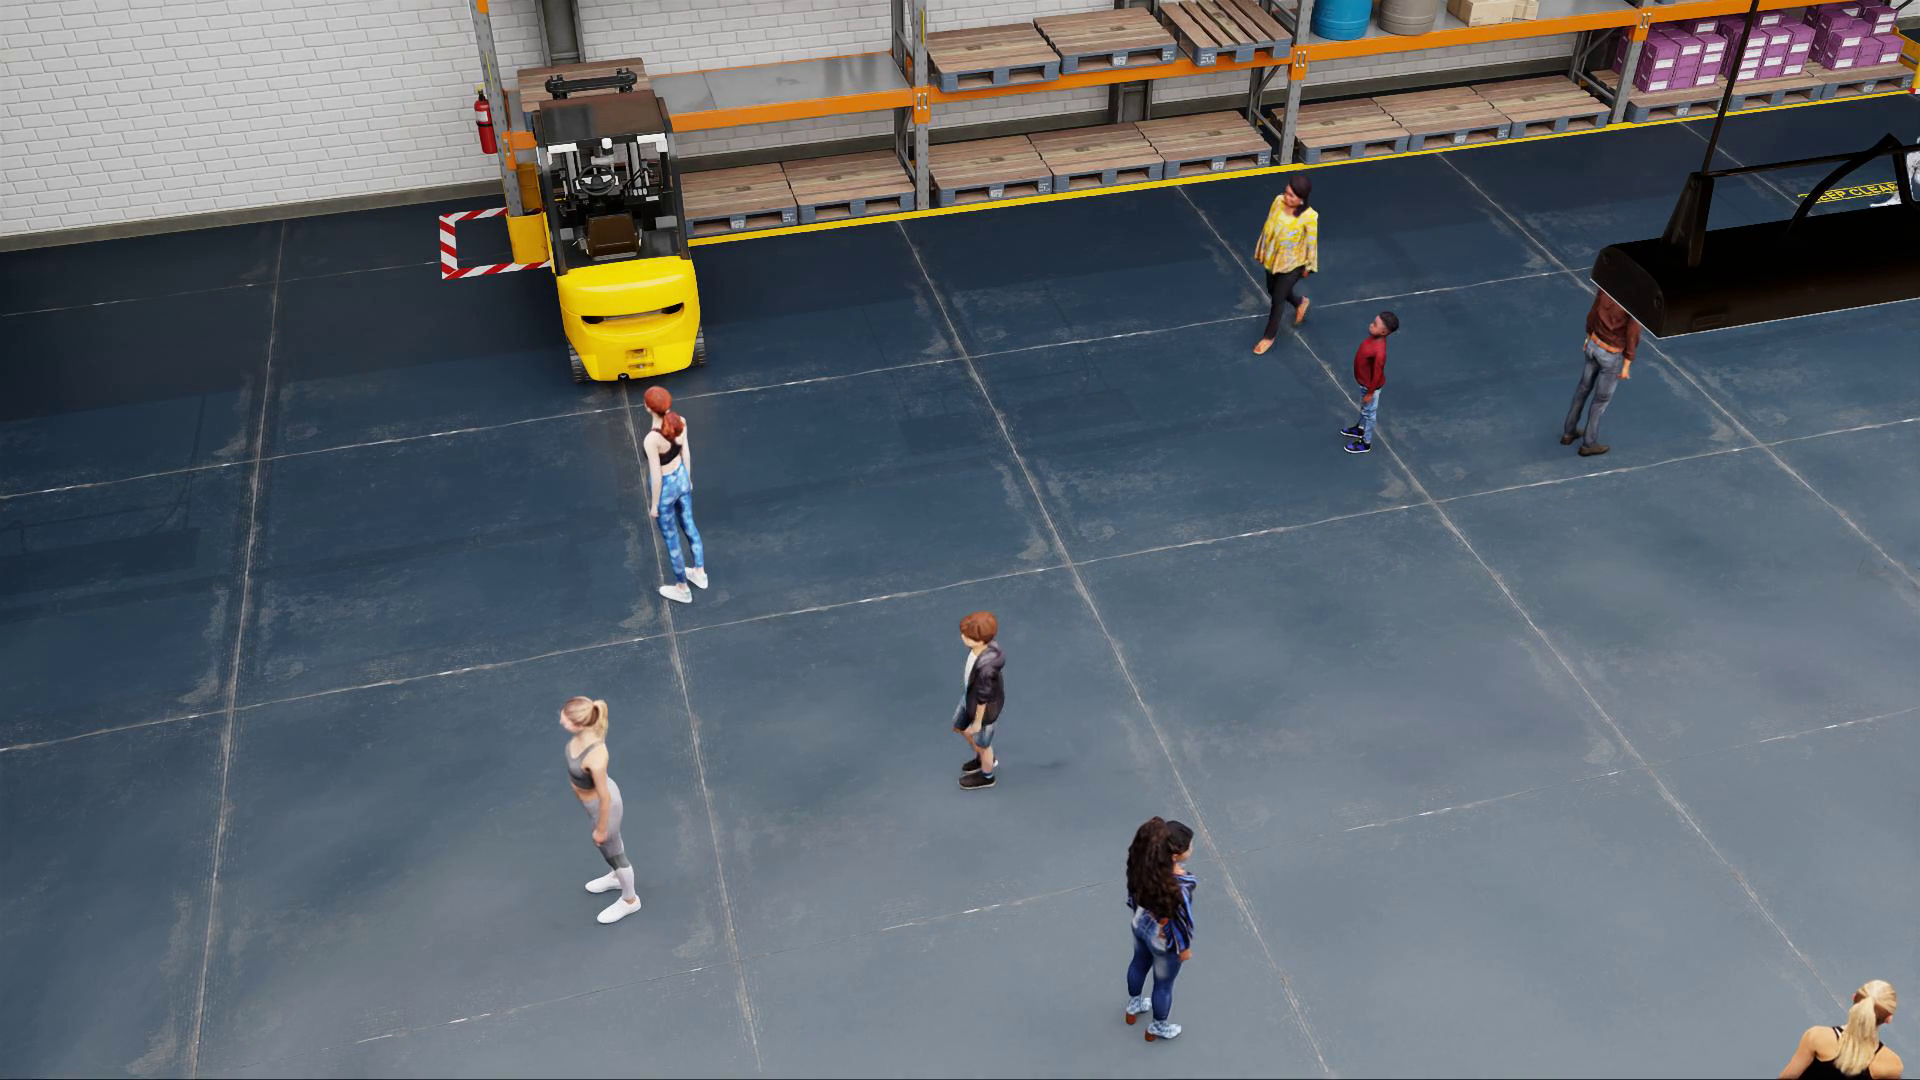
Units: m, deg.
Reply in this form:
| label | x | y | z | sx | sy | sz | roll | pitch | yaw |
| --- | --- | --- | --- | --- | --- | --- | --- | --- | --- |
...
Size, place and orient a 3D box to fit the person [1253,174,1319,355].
| label | x | y | z | sx | sy | sz | roll | pitch | yaw |
| --- | --- | --- | --- | --- | --- | --- | --- | --- | --- |
| person | 2.887 | -2.449 | 14.518 | 1.123 | 1.633 | 0.940 | -27 | 46 | -29 |

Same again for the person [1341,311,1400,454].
| label | x | y | z | sx | sy | sz | roll | pitch | yaw |
| --- | --- | --- | --- | --- | --- | --- | --- | --- | --- |
| person | 3.309 | -1.291 | 13.371 | 0.590 | 1.254 | 0.570 | 3 | 39 | 4 |

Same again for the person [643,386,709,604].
| label | x | y | z | sx | sy | sz | roll | pitch | yaw |
| --- | --- | --- | --- | --- | --- | --- | --- | --- | --- |
| person | -2.038 | -0.323 | 11.743 | 0.735 | 1.784 | 0.670 | 22 | 44 | 25 |

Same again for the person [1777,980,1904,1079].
| label | x | y | z | sx | sy | sz | roll | pitch | yaw |
| --- | --- | --- | --- | --- | --- | --- | --- | --- | --- |
| person | 4.067 | 2.713 | 7.883 | 0.664 | 1.845 | 0.746 | 16 | 41 | 19 |

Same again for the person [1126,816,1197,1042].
| label | x | y | z | sx | sy | sz | roll | pitch | yaw |
| --- | --- | --- | --- | --- | --- | --- | --- | --- | --- |
| person | 1.059 | 2.079 | 8.856 | 0.646 | 1.623 | 0.666 | -21 | 43 | -25 |

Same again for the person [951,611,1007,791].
| label | x | y | z | sx | sy | sz | roll | pitch | yaw |
| --- | --- | --- | --- | --- | --- | --- | --- | --- | --- |
| person | 0.185 | 1.000 | 10.351 | 0.569 | 1.443 | 0.567 | -5 | 39 | -6 |

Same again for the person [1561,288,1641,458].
| label | x | y | z | sx | sy | sz | roll | pitch | yaw |
| --- | --- | --- | --- | --- | --- | --- | --- | --- | --- |
| person | 5.119 | -1.478 | 13.184 | 0.564 | 1.780 | 0.674 | -16 | 41 | -19 |

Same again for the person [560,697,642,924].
| label | x | y | z | sx | sy | sz | roll | pitch | yaw |
| --- | --- | --- | --- | --- | --- | --- | --- | --- | --- |
| person | -2.049 | 1.509 | 9.502 | 0.550 | 1.707 | 0.588 | -15 | 41 | -17 |
